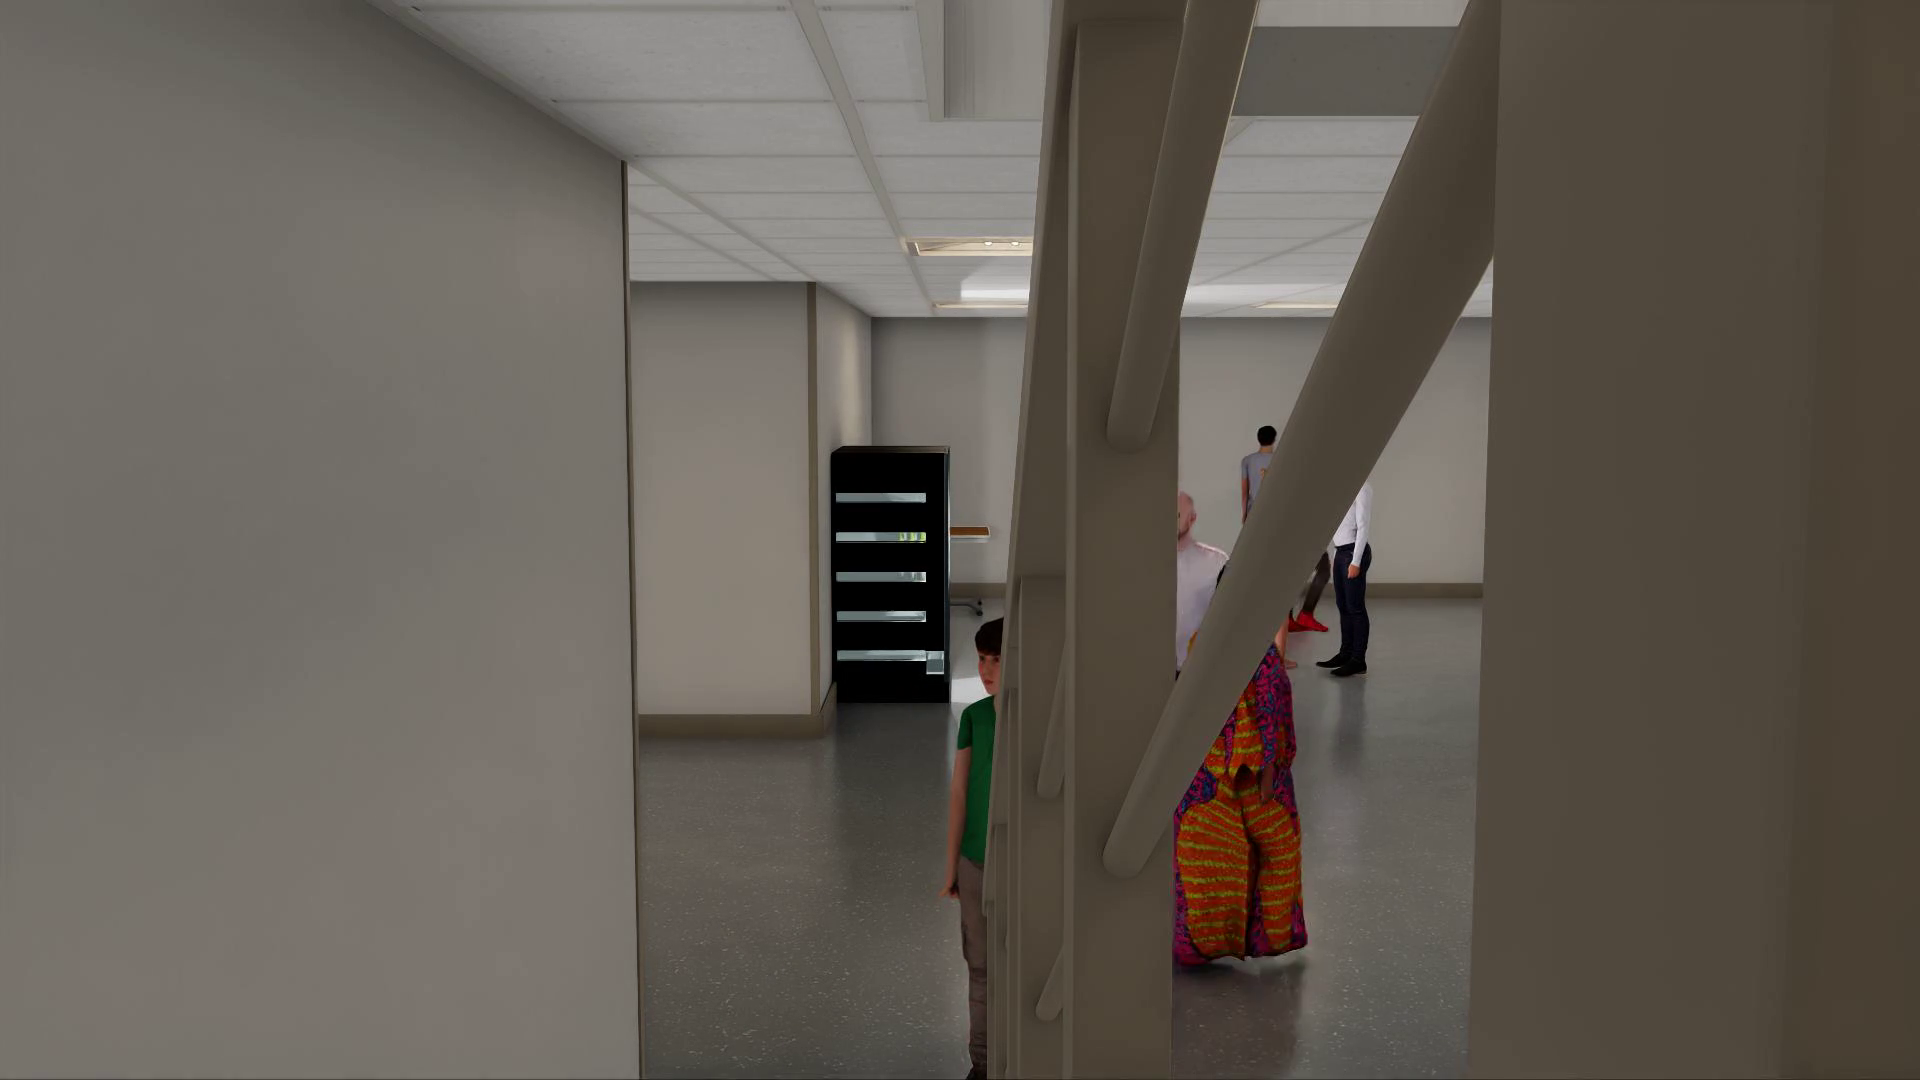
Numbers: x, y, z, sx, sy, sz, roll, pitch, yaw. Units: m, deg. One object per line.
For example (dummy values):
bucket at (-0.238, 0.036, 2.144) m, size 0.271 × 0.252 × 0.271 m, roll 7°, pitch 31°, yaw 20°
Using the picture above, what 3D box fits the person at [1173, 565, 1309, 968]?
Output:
person at (1.059, 0.906, 6.688) m, size 0.972 × 1.649 × 0.921 m, roll -5°, pitch 8°, yaw -42°

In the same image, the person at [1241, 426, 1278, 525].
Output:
person at (3.147, -0.252, 17.207) m, size 0.740 × 1.862 × 0.722 m, roll 3°, pitch 7°, yaw 28°

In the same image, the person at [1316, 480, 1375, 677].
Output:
person at (3.130, 0.123, 13.262) m, size 0.698 × 1.868 × 0.553 m, roll -1°, pitch 6°, yaw -6°

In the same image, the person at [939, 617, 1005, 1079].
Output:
person at (0.163, 1.049, 5.331) m, size 0.673 × 1.651 × 0.694 m, roll 4°, pitch 7°, yaw 33°

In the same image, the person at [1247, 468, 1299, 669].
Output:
person at (2.548, 0.226, 13.609) m, size 0.723 × 1.633 × 0.646 m, roll -5°, pitch 7°, yaw -39°
